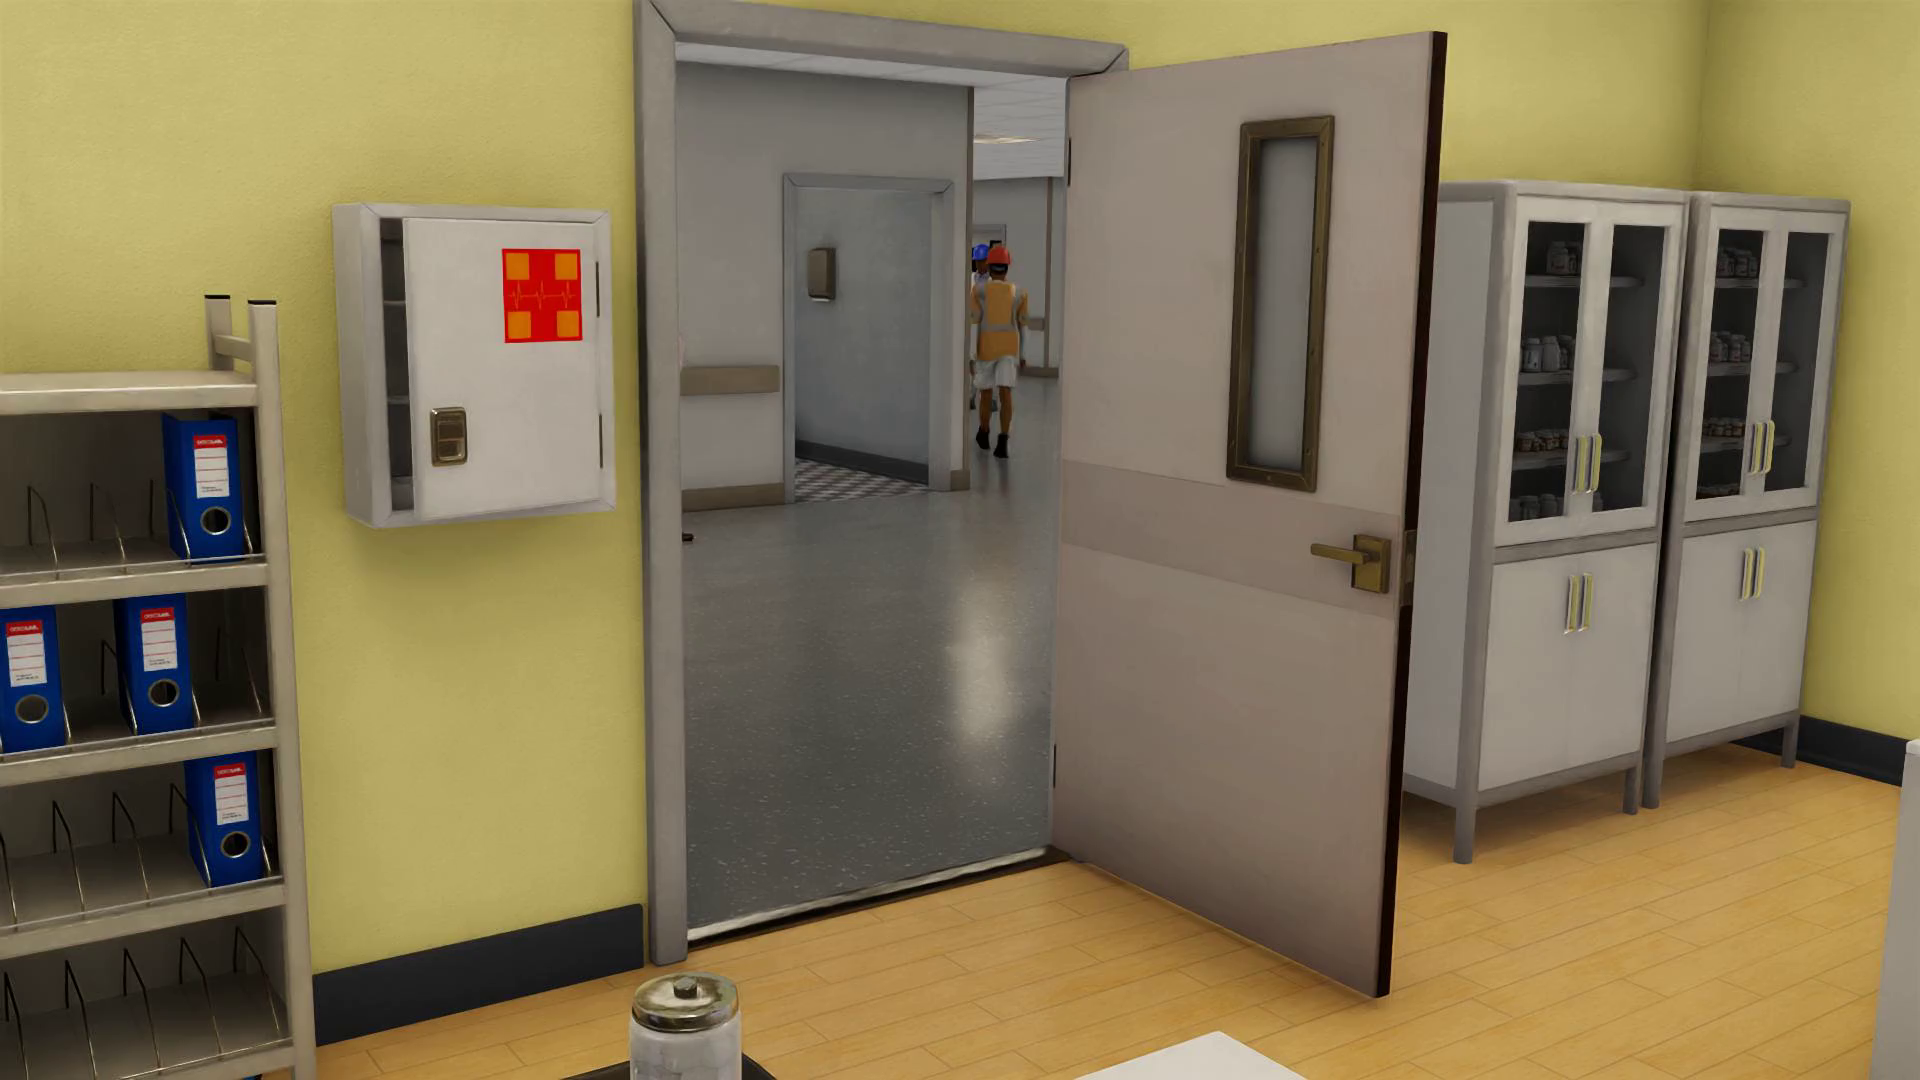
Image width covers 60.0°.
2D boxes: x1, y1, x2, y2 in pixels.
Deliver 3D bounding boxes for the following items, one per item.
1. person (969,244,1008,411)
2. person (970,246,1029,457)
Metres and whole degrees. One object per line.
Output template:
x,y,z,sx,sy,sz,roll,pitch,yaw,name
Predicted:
0.261,-2.473,19.437,0.612,1.946,0.405,4,10,20,person
0.341,-1.720,15.141,0.571,1.878,1.012,0,10,-7,person
